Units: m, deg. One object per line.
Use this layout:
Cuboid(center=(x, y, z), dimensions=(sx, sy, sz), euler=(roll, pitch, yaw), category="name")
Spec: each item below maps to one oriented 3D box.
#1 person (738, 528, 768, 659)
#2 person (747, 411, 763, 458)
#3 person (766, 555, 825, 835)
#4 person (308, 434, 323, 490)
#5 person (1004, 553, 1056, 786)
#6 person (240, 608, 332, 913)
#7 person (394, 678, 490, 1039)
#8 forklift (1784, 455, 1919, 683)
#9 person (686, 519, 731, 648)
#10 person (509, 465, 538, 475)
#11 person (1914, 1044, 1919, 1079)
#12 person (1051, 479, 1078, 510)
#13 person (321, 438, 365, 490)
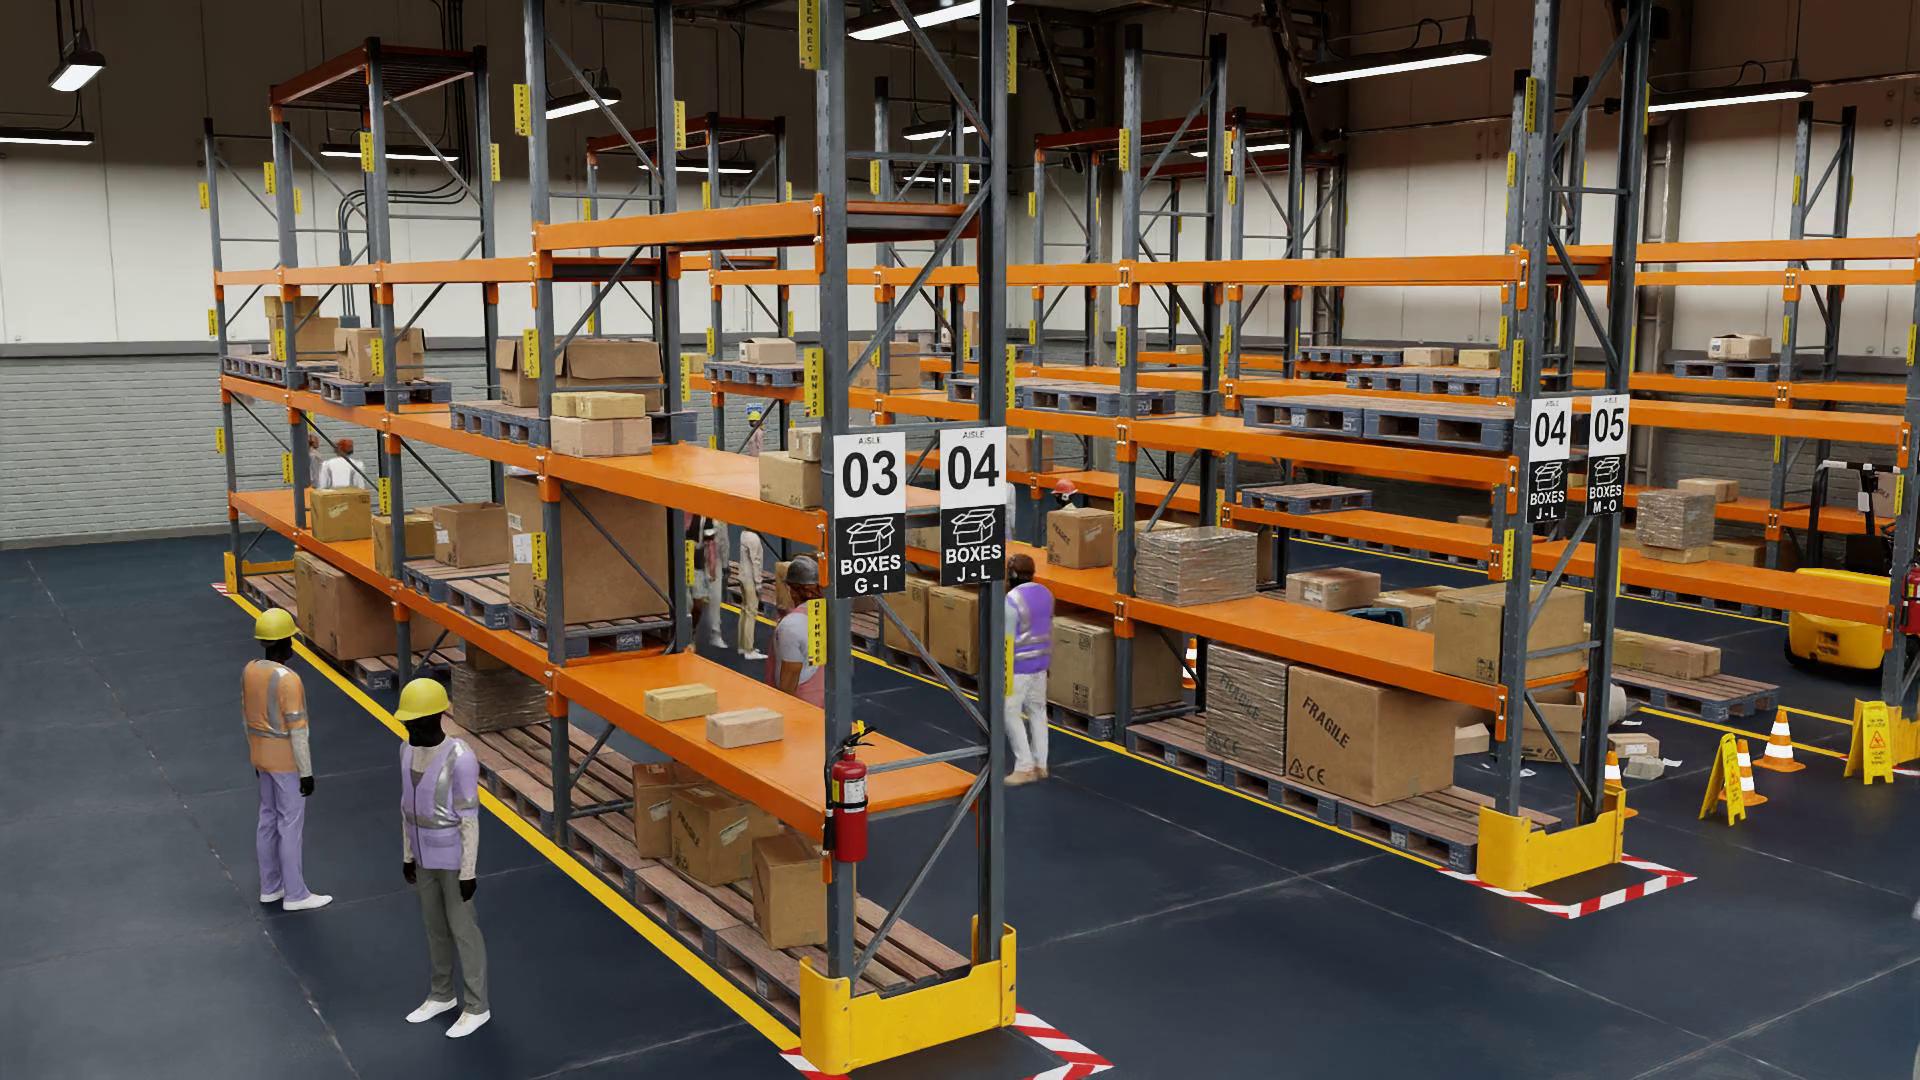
Cuboid(center=(-2.215, 0.454, 17.728), dimensions=(0.287, 1.626, 0.496), euler=(-4, 9, -22), category="person")
Cuboid(center=(-3.648, -1.416, 29.696), dimensions=(0.307, 1.771, 0.525), euler=(-3, 9, -21), category="person")
Cuboid(center=(-1.138, 1.115, 11.941), dimensions=(0.538, 2.000, 0.683), euler=(5, 10, 29), category="person")
Cuboid(center=(-10.265, -0.865, 26.447), dimensions=(0.313, 1.642, 0.513), euler=(-3, 9, -21), category="person")
Cuboid(center=(0.530, 1.021, 13.297), dimensions=(0.468, 1.823, 0.657), euler=(8, 11, 42), category="person")
Cuboid(center=(-4.283, 1.384, 10.510), dimensions=(0.594, 1.929, 0.352), euler=(6, 11, 36), category="person")
Cuboid(center=(-2.750, 1.657, 8.753), dimensions=(0.585, 1.918, 0.410), euler=(6, 11, 36), category="person")
Cuboid(center=(9.643, 0.253, 17.172), dimensions=(2.313, 2.155, 1.214), euler=(-6, 10, -33), category="forklift")
Cuboid(center=(-2.850, 0.253, 18.272), dimensions=(0.662, 1.887, 0.570), euler=(-6, 10, -34), category="person")
Cuboid(center=(-6.172, -0.551, 23.850), dimensions=(0.611, 1.797, 0.714), euler=(0, 9, 1), category="person")
Cuboid(center=(3.425, 2.124, 5.786), dimensions=(0.328, 1.872, 0.509), euler=(8, 12, 43), category="person")
Cuboid(center=(1.214, 0.165, 19.211), dimensions=(0.331, 1.753, 0.561), euler=(0, 9, 3), category="person")
Cuboid(center=(-8.633, -0.500, 23.295), dimensions=(0.598, 1.861, 0.516), euler=(-1, 9, -7), category="person")
